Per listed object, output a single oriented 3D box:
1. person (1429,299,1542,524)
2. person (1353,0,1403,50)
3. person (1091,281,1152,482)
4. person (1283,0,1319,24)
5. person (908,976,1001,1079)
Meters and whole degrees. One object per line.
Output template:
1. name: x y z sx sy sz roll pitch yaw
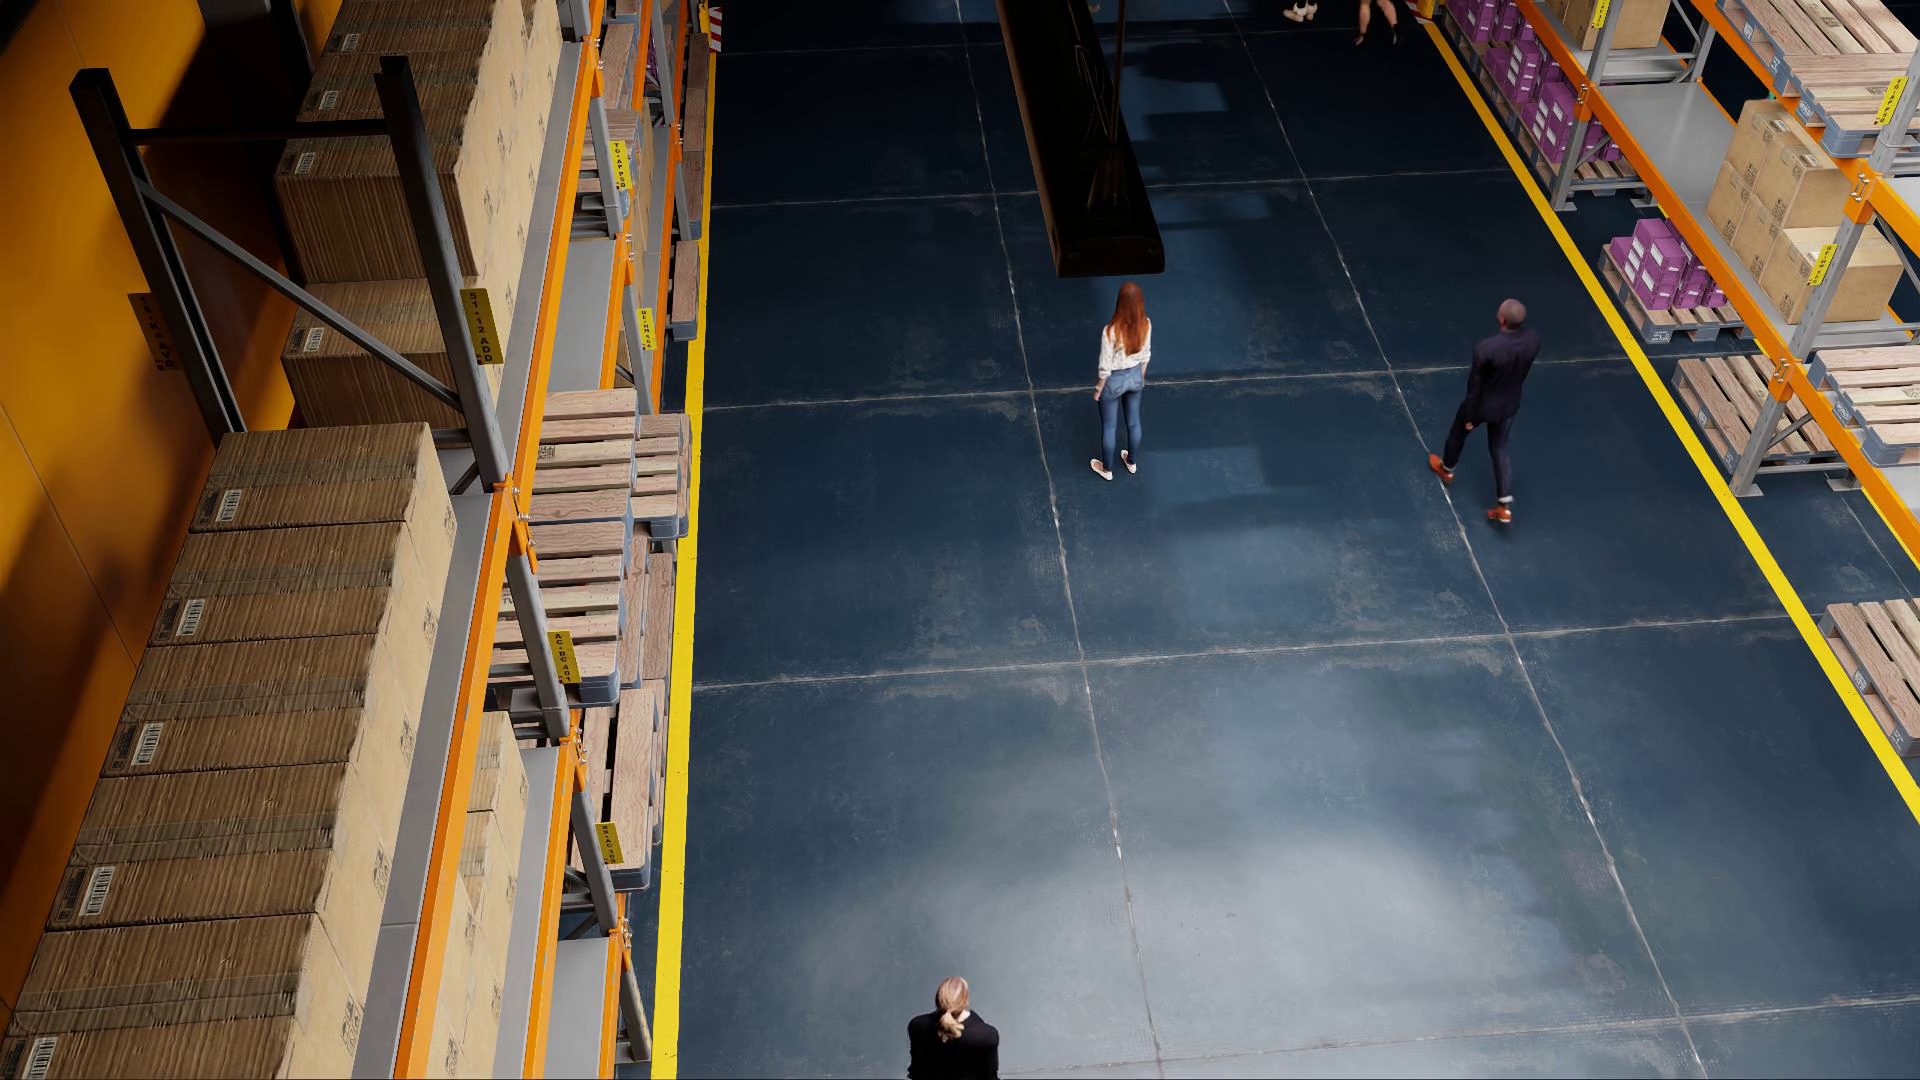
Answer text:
1. person: 3.875 -0.912 11.977 0.783 1.783 1.204 -8 44 -8
2. person: 4.358 -5.819 17.194 0.829 1.690 1.019 -11 45 -11
3. person: 1.197 -1.175 12.292 0.640 1.729 0.602 -17 46 -17
4. person: 3.816 -6.326 17.747 0.679 1.661 0.736 -17 46 -17
5. person: -0.039 2.744 8.201 0.733 1.696 0.894 5 44 6
